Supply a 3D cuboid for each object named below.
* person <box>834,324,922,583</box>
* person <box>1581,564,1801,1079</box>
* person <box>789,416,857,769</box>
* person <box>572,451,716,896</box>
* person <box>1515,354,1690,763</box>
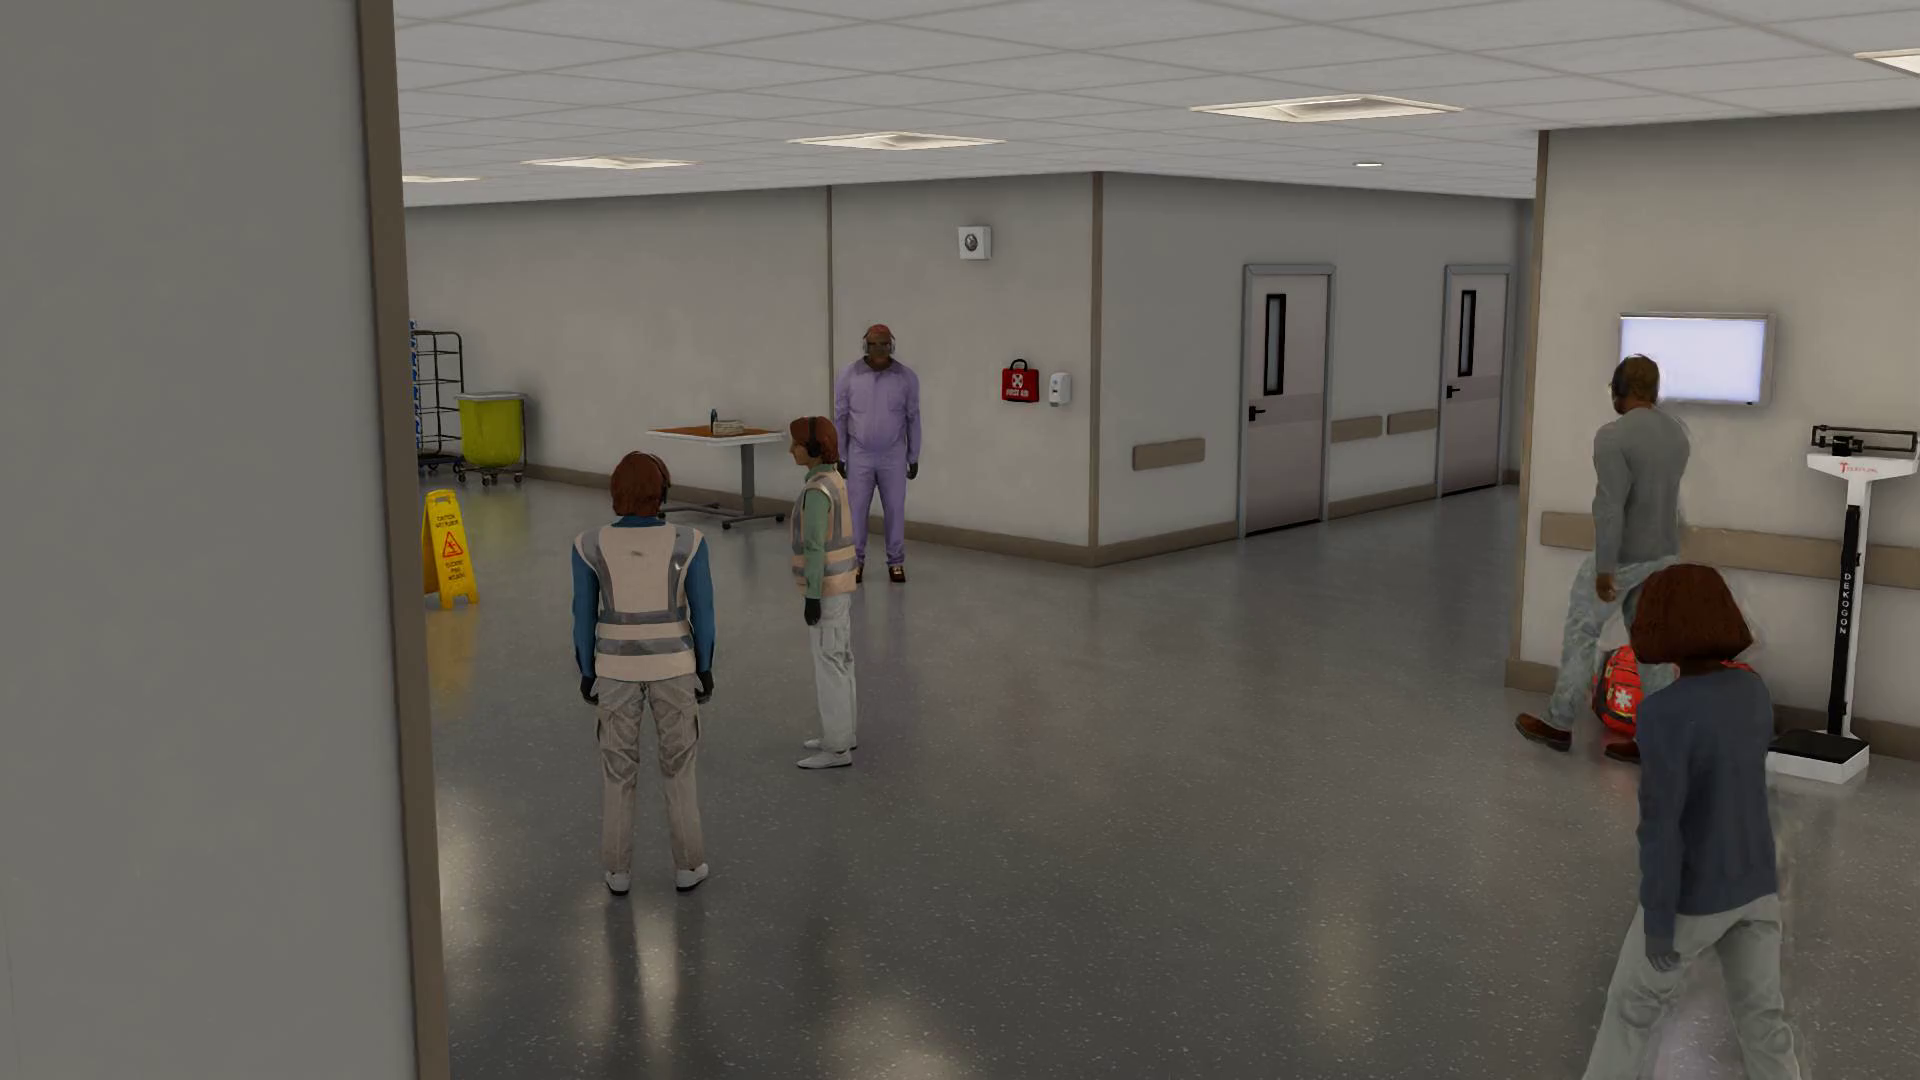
[{"bbox_3d":[-0.600,-0.627,12.205,0.645,1.901,0.400,-1,9,-5],"label":"person"},{"bbox_3d":[1.756,0.857,4.047,0.510,1.586,0.828,-5,11,-29],"label":"person"},{"bbox_3d":[-0.633,0.237,7.722,0.318,1.630,0.514,0,9,2],"label":"person"},{"bbox_3d":[-1.151,0.496,6.099,0.515,1.641,0.309,-1,9,-6],"label":"person"},{"bbox_3d":[3.077,0.083,7.842,0.655,1.898,0.868,-5,11,-30],"label":"person"}]
